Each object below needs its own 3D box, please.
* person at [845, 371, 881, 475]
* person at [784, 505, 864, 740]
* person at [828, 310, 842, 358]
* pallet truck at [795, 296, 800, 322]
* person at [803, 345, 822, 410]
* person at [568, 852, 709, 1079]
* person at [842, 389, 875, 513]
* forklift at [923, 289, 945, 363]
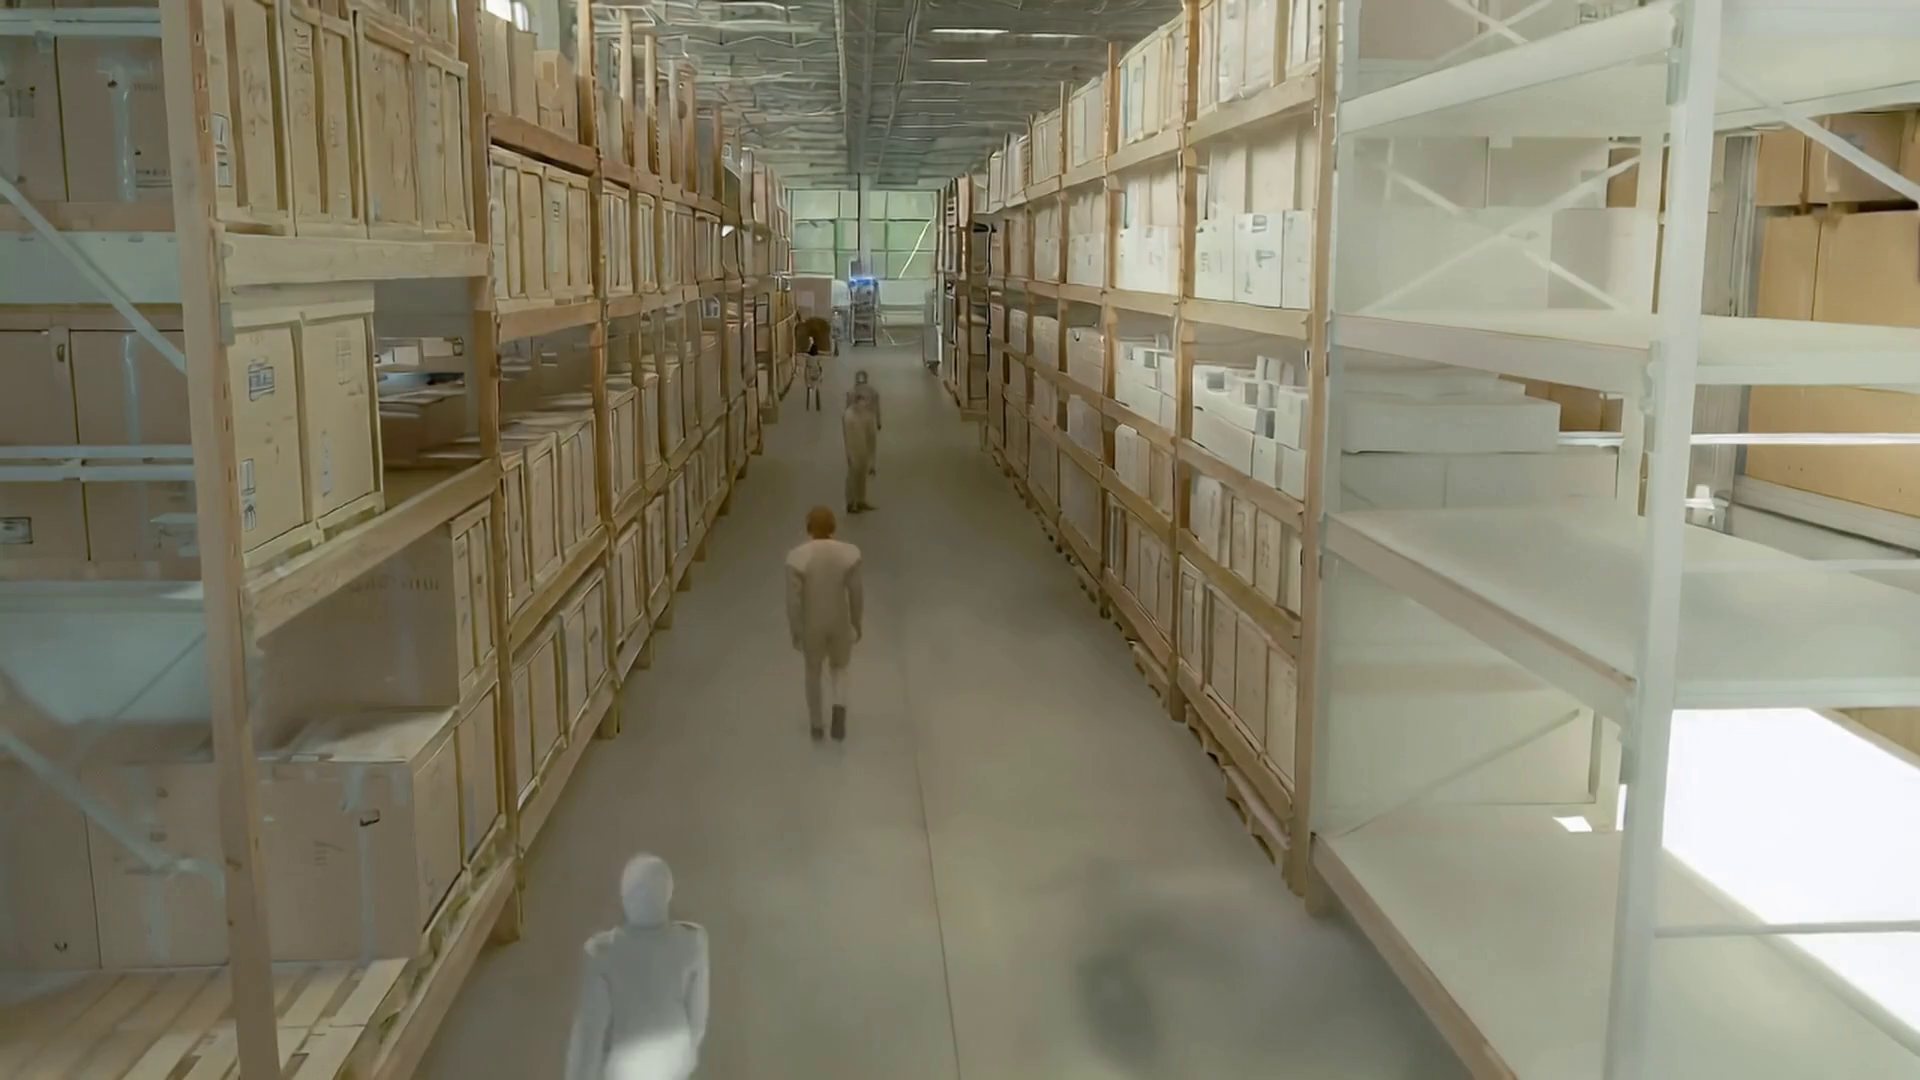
[{"bbox_3d":[-1.738,-2.105,30.008,0.676,1.879,0.769,-2,10,-11],"label":"person"},{"bbox_3d":[-1.071,0.683,13.253,0.637,1.921,0.614,-1,10,-9],"label":"person"},{"bbox_3d":[-5.013,-8.230,66.534,0.586,1.908,0.434,3,10,19],"label":"person"},{"bbox_3d":[-8.622,-12.439,91.403,1.885,1.965,0.823,2,10,13],"label":"pallet truck"},{"bbox_3d":[-3.815,-4.213,43.156,0.535,1.700,0.318,2,10,14],"label":"person"},{"bbox_3d":[-1.251,1.987,6.373,0.580,1.612,0.652,-5,11,-26],"label":"person"},{"bbox_3d":[-1.527,-1.375,25.593,0.402,1.904,0.652,6,11,33],"label":"person"},{"bbox_3d":[-0.832,-8.181,63.334,1.129,2.768,1.873,-1,10,-3],"label":"forklift"}]
